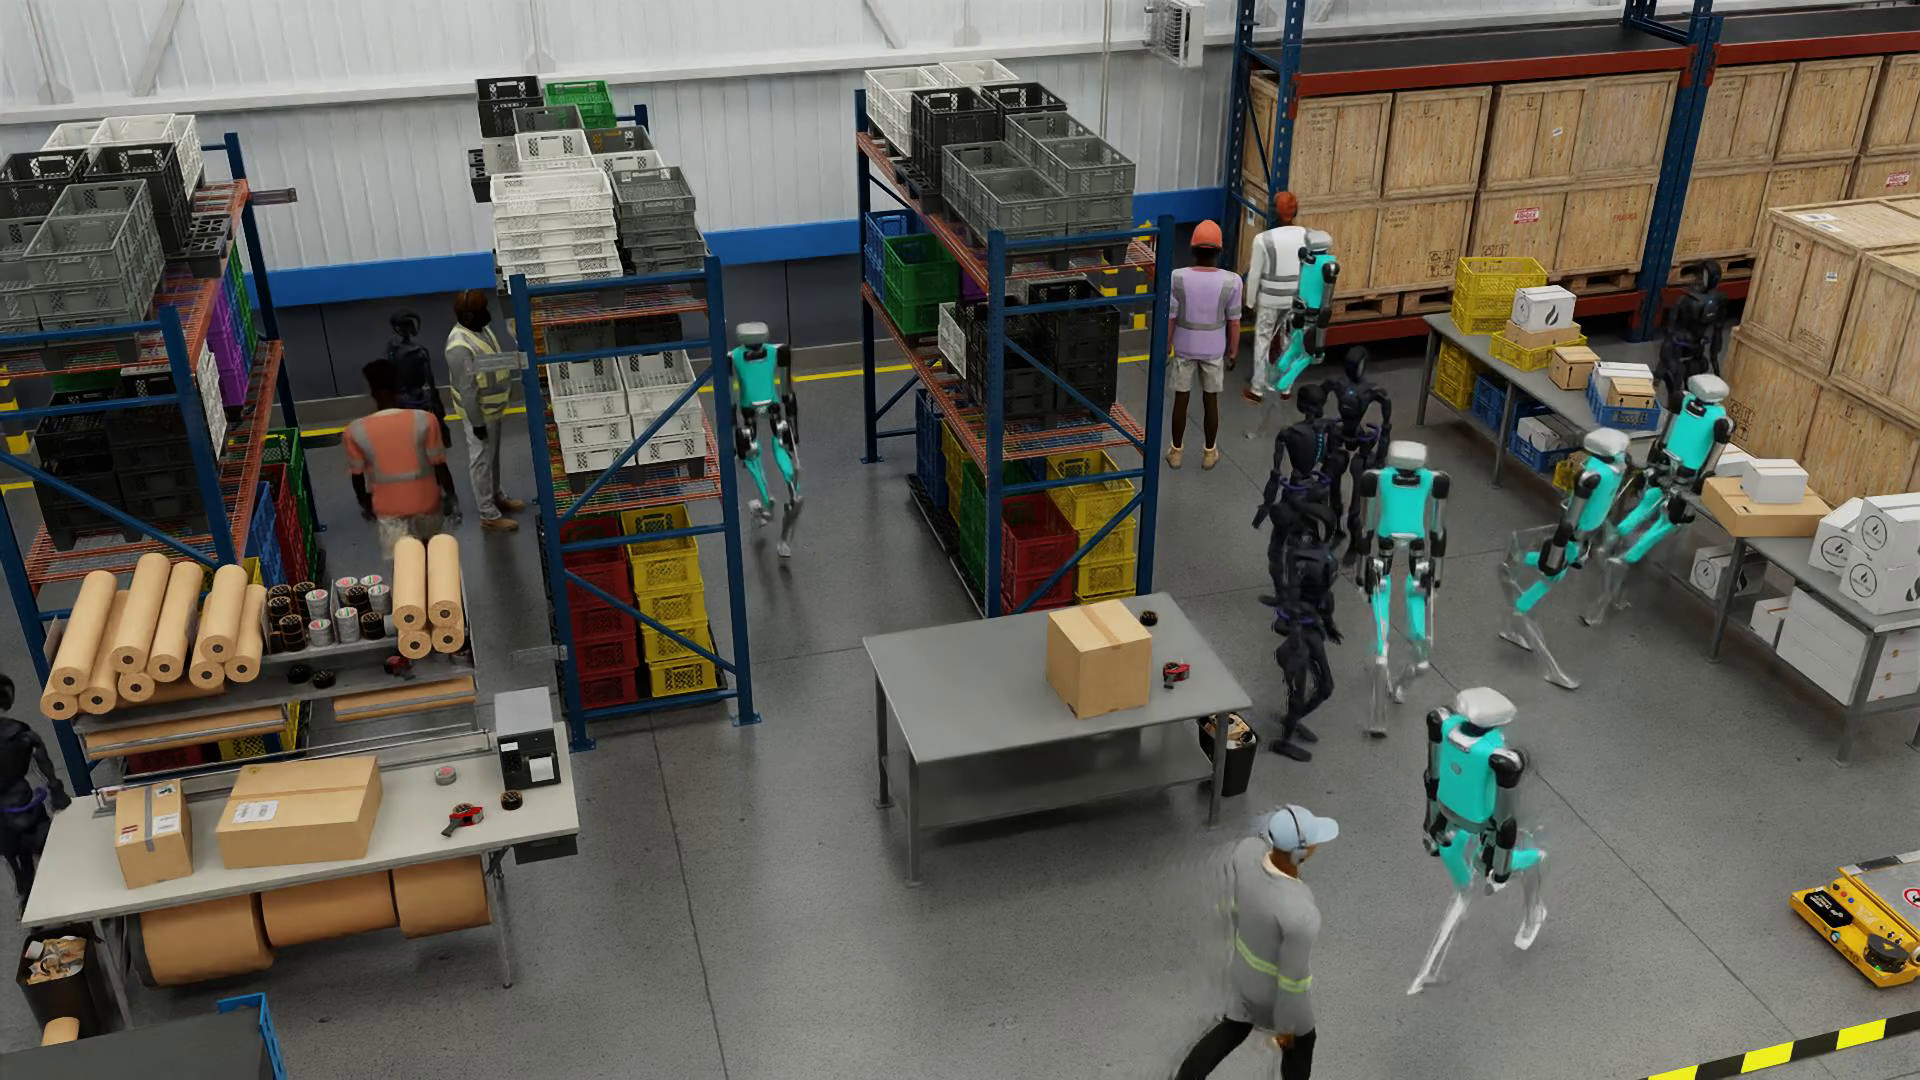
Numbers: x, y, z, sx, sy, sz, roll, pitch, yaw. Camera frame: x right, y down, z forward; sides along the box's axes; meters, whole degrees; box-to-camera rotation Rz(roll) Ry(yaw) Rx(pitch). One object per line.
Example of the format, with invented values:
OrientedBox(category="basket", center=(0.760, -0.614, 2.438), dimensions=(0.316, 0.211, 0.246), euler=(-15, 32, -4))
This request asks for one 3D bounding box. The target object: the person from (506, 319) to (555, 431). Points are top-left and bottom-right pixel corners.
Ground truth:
OrientedBox(category="person", center=(-3.511, -1.747, 13.746), dimensions=(0.431, 1.811, 0.601), euler=(0, 29, 0))

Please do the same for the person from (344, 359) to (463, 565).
OrientedBox(category="person", center=(-3.656, -0.275, 10.982), dimensions=(0.652, 1.891, 1.023), euler=(-10, 30, -17))

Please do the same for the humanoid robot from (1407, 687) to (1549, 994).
OrientedBox(category="humanoid robot", center=(2.667, 1.410, 8.133), dimensions=(1.036, 1.783, 0.533), euler=(-17, 33, -28))

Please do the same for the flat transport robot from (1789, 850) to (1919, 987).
OrientedBox(category="flat transport robot", center=(5.163, 1.916, 8.676), dimensions=(1.431, 0.231, 0.659), euler=(-8, 30, -14))

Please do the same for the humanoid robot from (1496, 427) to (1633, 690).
OrientedBox(category="humanoid robot", center=(3.725, 0.049, 10.566), dimensions=(0.530, 1.771, 0.896), euler=(-25, 38, -38))

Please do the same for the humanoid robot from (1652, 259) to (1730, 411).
OrientedBox(category="humanoid robot", center=(5.825, -1.506, 13.448), dimensions=(0.609, 1.634, 0.577), euler=(-9, 30, -16))

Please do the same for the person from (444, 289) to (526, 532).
OrientedBox(category="person", center=(-3.506, -0.969, 12.292), dimensions=(0.431, 1.845, 0.618), euler=(-1, 29, -1))

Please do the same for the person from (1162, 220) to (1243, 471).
OrientedBox(category="person", center=(1.881, -1.518, 13.085), dimensions=(0.613, 2.040, 0.378), euler=(3, 29, 6))

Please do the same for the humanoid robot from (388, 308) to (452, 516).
OrientedBox(category="humanoid robot", center=(-4.017, -0.950, 12.416), dimensions=(0.611, 1.650, 0.361), euler=(22, 36, 34))

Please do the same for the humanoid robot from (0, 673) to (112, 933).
OrientedBox(category="humanoid robot", center=(-4.628, 1.343, 8.260), dimensions=(0.611, 1.650, 0.493), euler=(8, 30, 13))

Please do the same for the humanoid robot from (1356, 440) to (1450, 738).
OrientedBox(category="humanoid robot", center=(2.638, 0.378, 10.002), dimensions=(0.569, 1.799, 0.942), euler=(4, 29, 7))

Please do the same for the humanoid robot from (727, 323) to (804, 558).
OrientedBox(category="humanoid robot", center=(-1.374, -0.649, 11.828), dimensions=(0.553, 1.724, 1.051), euler=(-9, 30, -16))

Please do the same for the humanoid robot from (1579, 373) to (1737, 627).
OrientedBox(category="humanoid robot", center=(4.536, -0.196, 11.100), dimensions=(0.901, 1.851, 0.557), euler=(-10, 30, -17))

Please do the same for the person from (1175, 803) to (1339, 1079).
OrientedBox(category="person", center=(1.287, 1.876, 7.141), dimensions=(0.883, 1.821, 0.588), euler=(-11, 31, -19))

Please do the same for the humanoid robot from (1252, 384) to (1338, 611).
OrientedBox(category="humanoid robot", center=(2.265, -0.287, 11.222), dimensions=(0.609, 1.657, 0.356), euler=(-16, 33, -27))

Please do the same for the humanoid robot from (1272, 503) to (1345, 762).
OrientedBox(category="humanoid robot", center=(2.023, 0.547, 9.695), dimensions=(0.340, 1.646, 0.591), euler=(17, 33, 28))

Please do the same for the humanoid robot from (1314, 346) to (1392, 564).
OrientedBox(category="humanoid robot", center=(2.811, -0.648, 11.892), dimensions=(0.610, 1.633, 0.451), euler=(15, 32, 26))

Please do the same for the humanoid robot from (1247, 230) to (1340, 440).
OrientedBox(category="humanoid robot", center=(2.637, -1.599, 13.650), dimensions=(0.767, 1.871, 0.530), euler=(-8, 30, -15))

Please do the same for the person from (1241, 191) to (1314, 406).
OrientedBox(category="person", center=(2.728, -2.051, 14.231), dimensions=(0.573, 1.877, 0.357), euler=(-6, 29, -10))
